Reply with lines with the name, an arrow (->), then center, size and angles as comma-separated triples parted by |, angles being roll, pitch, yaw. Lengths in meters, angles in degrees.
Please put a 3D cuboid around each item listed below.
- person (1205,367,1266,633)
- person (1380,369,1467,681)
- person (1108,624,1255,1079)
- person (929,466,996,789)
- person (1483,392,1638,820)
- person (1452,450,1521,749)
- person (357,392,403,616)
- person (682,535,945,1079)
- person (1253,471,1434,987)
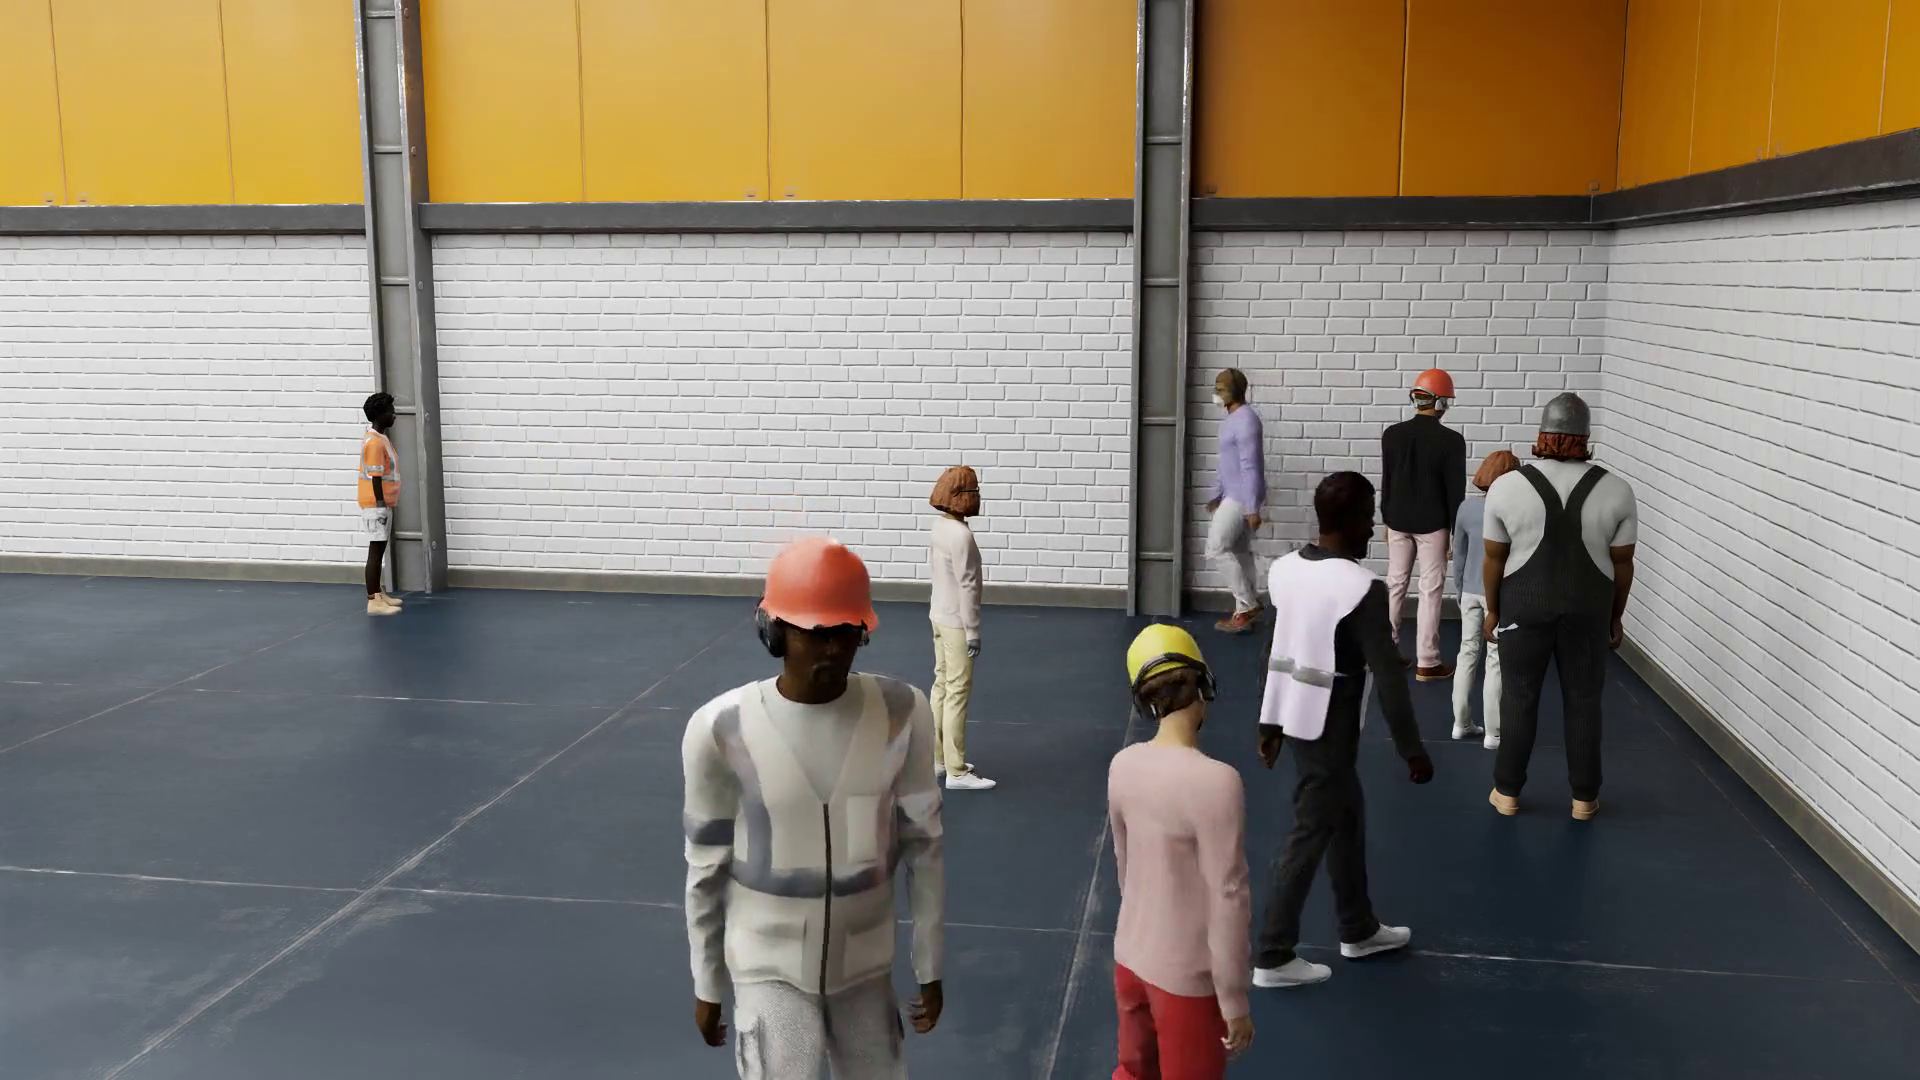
person -> 1.968, -0.272, 11.894 | 0.458, 1.919, 0.648 | 1, 9, 6
person -> 2.959, -0.096, 10.615 | 0.401, 1.986, 0.613 | -9, 13, -43
person -> 0.543, 1.088, 4.142 | 0.323, 1.722, 0.638 | -4, 10, -23
person -> -0.009, 0.437, 8.407 | 0.285, 1.633, 0.497 | -3, 10, -19
person -> 2.829, 0.309, 7.940 | 0.683, 2.000, 0.537 | 2, 9, 14
person -> 2.915, 0.321, 9.121 | 0.266, 1.631, 0.507 | -5, 11, -29
person -> -4.409, -0.276, 12.640 | 0.321, 1.691, 0.532 | -3, 10, -16
person -> -0.362, 0.961, 4.025 | 0.616, 2.019, 0.832 | -3, 10, -18
person -> 1.438, 0.691, 6.061 | 0.851, 1.883, 0.593 | -3, 10, -17
